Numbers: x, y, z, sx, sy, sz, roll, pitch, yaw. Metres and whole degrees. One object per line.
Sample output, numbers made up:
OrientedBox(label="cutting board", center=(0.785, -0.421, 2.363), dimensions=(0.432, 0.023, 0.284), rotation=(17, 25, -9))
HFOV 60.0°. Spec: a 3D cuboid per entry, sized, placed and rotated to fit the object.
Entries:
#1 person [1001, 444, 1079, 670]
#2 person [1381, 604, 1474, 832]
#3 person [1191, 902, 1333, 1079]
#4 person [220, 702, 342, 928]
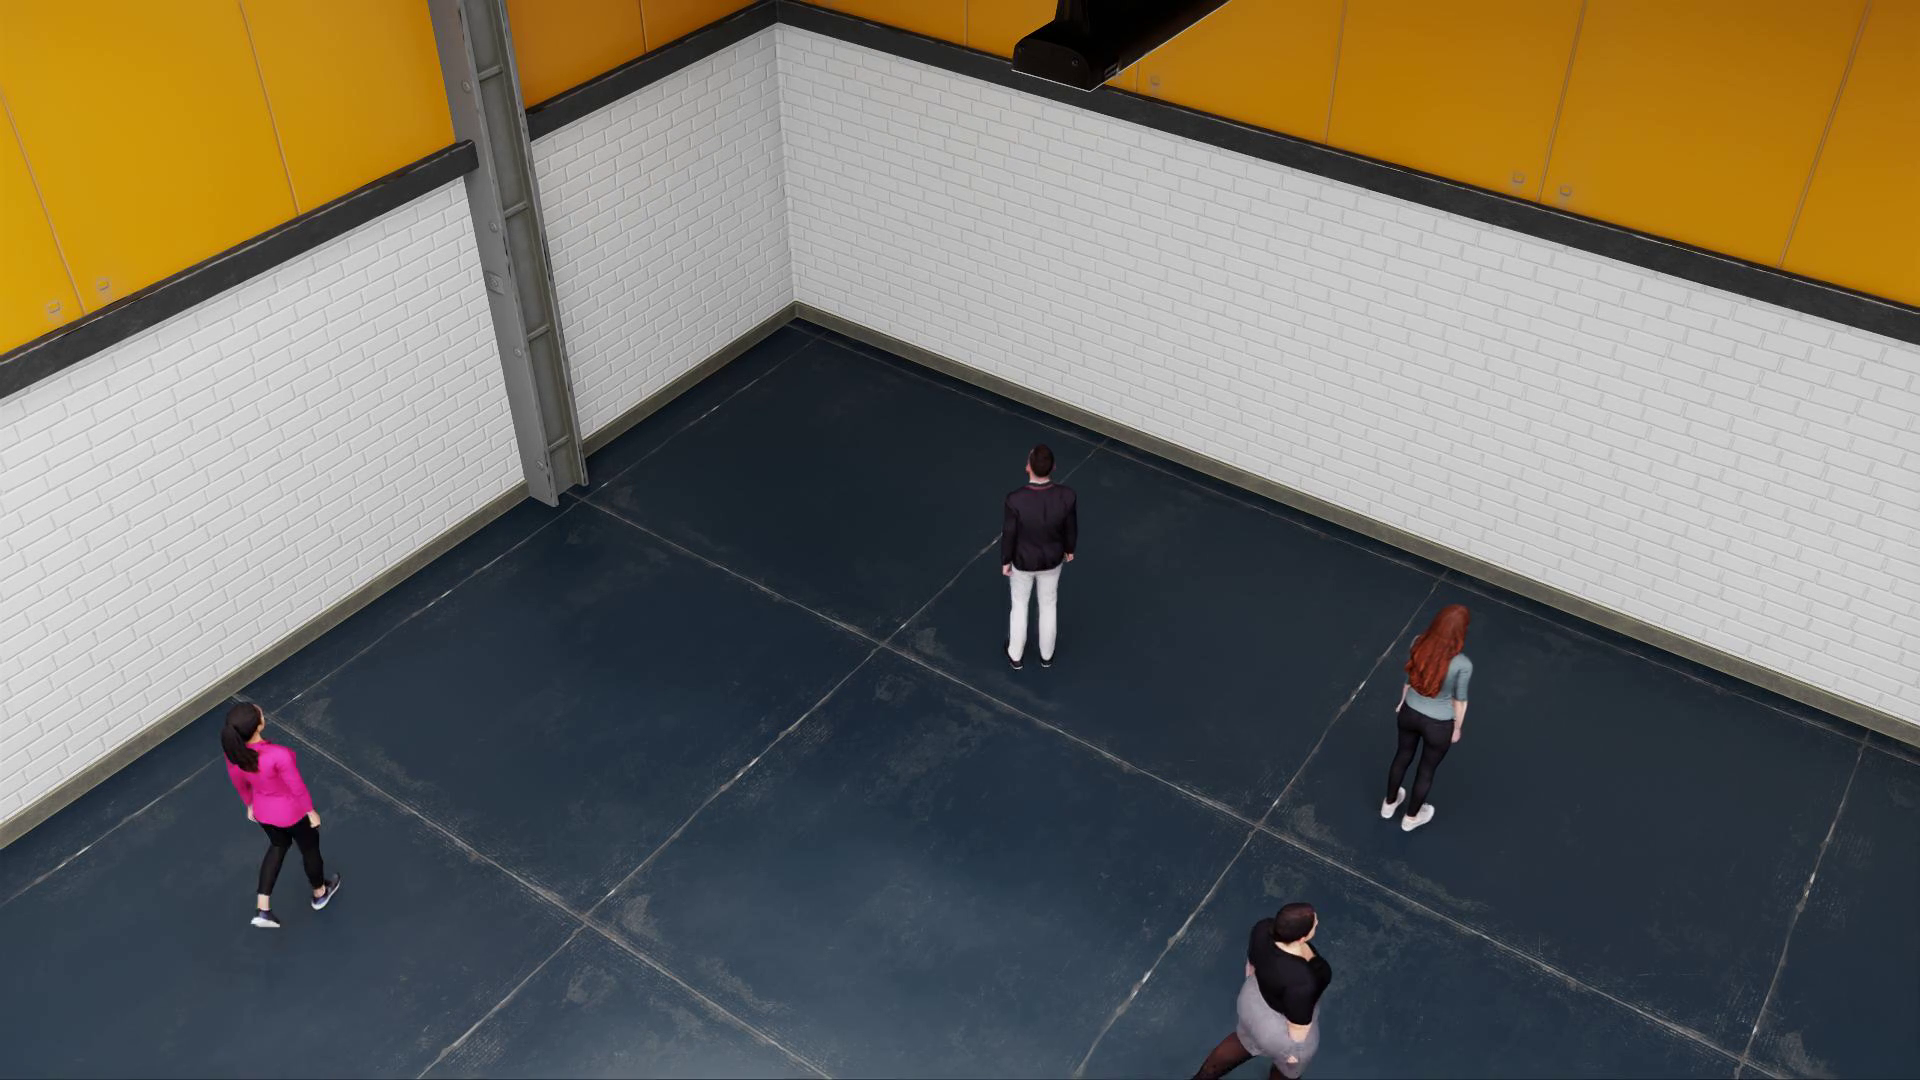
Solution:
OrientedBox(label="person", center=(0.533, 0.147, 11.219), dimensions=(0.762, 1.841, 0.807), rotation=(-4, 39, -5))
OrientedBox(label="person", center=(2.848, 1.092, 10.116), dimensions=(0.582, 1.741, 0.610), rotation=(-30, 47, -32))
OrientedBox(label="person", center=(1.518, 2.453, 8.412), dimensions=(1.093, 1.741, 0.962), rotation=(-14, 41, -16))
OrientedBox(label="person", center=(-3.928, 1.612, 9.511), dimensions=(0.761, 1.684, 0.951), rotation=(10, 40, 12))
